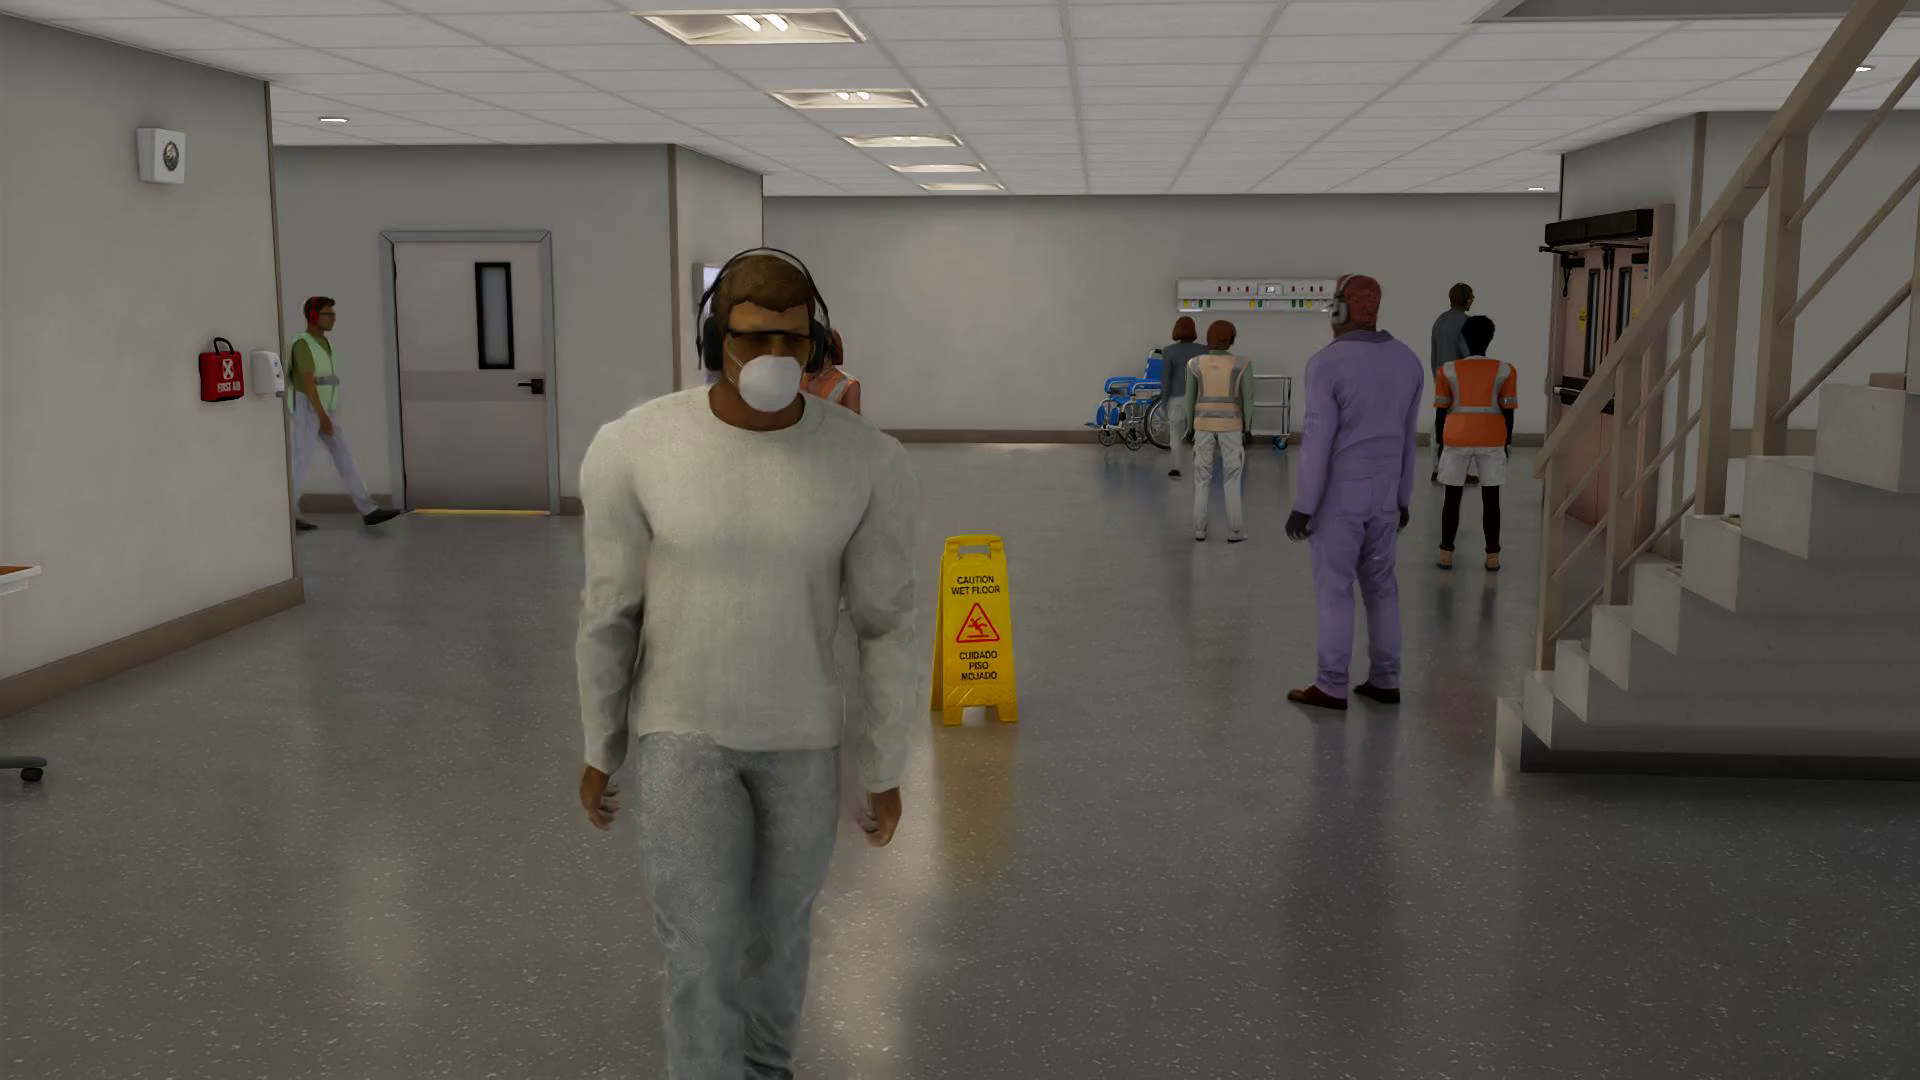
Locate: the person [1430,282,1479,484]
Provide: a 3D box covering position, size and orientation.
[{"bbox_3d":[4.789,-1.514,16.102,0.379,1.940,0.629,-2,9,-16],"label":"person"}]

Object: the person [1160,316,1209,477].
[{"bbox_3d":[2.237,-1.404,16.455,0.504,1.620,0.550,-1,8,-10],"label":"person"}]

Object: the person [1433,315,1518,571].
[{"bbox_3d":[3.395,-0.636,10.982,0.536,1.687,0.323,2,9,16],"label":"person"}]

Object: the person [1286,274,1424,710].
[{"bbox_3d":[1.720,-0.195,7.304,0.673,1.911,0.453,-5,10,-32],"label":"person"}]

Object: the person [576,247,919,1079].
[{"bbox_3d":[-0.391,0.410,3.162,0.637,1.892,0.776,-2,9,-16],"label":"person"}]

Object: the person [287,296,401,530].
[{"bbox_3d":[-4.855,-0.960,12.819,0.952,1.797,0.575,1,8,4],"label":"person"}]

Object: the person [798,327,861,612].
[{"bbox_3d":[-0.779,-0.405,9.569,0.513,1.642,0.311,6,11,37],"label":"person"}]

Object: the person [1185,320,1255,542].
[{"bbox_3d":[1.910,-0.798,12.256,0.521,1.636,0.311,4,9,23],"label":"person"}]
